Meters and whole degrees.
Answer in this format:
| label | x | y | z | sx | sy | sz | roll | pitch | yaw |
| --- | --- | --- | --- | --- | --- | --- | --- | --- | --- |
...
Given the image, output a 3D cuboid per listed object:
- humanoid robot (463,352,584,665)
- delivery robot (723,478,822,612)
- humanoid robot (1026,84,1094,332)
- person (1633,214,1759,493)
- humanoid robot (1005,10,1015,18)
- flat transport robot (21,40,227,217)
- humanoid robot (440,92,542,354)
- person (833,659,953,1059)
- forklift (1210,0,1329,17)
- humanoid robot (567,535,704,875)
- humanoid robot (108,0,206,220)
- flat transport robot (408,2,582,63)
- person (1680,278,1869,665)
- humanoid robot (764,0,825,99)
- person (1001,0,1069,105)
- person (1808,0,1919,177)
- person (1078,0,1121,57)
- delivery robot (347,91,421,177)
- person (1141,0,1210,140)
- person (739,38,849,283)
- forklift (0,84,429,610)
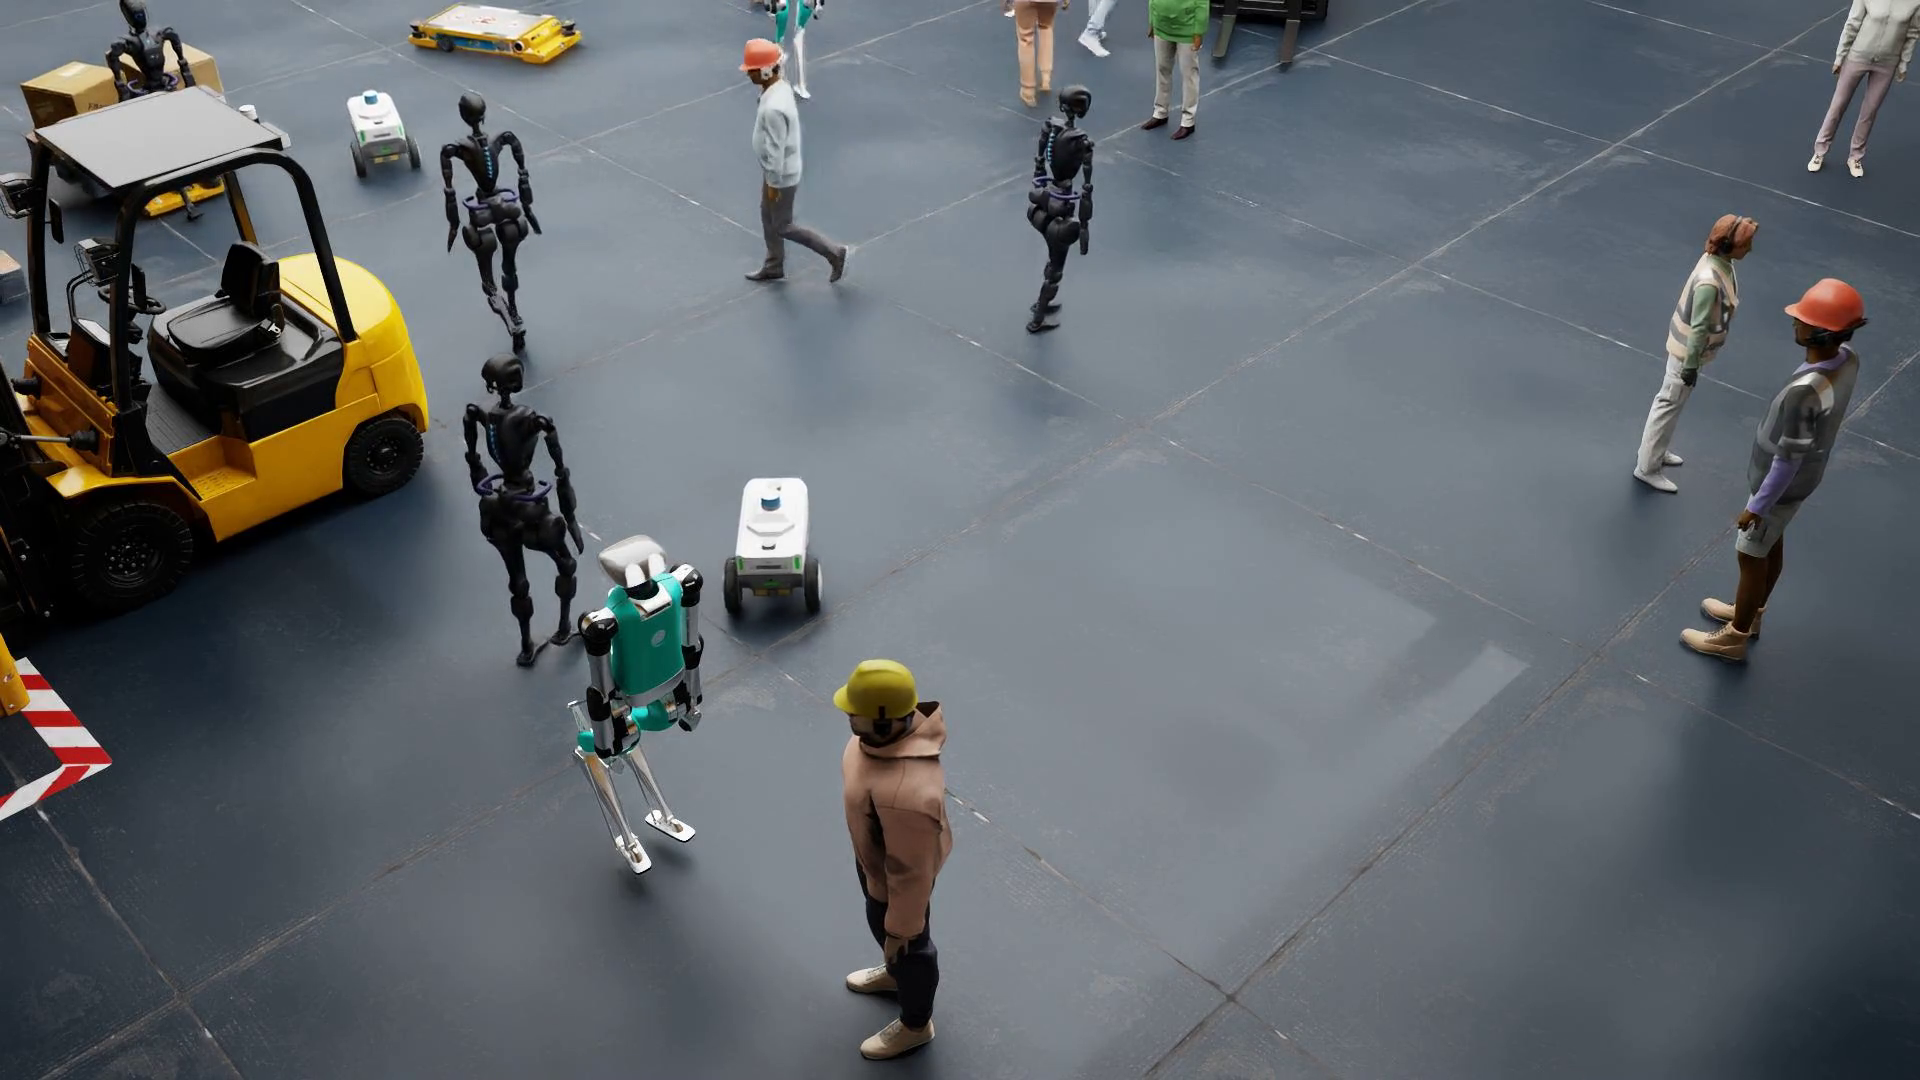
| label | x | y | z | sx | sy | sz | roll | pitch | yaw |
| --- | --- | --- | --- | --- | --- | --- | --- | --- | --- |
| humanoid robot | -2.108 | -0.131 | 8.002 | 0.585 | 1.642 | 0.394 | 12 | 38 | 16 |
| delivery robot | -0.980 | 0.000 | 8.743 | 0.499 | 0.577 | 0.758 | -1 | 37 | -1 |
| humanoid robot | 0.604 | -2.121 | 10.661 | 0.396 | 1.638 | 0.594 | -23 | 42 | -27 |
| person | 4.081 | -1.053 | 9.261 | 0.308 | 1.636 | 0.522 | 17 | 40 | 21 |
| humanoid robot | 0.613 | -5.787 | 15.531 | 0.744 | 1.805 | 0.530 | -10 | 38 | -13 |
| flat transport robot | -6.310 | -2.874 | 12.844 | 1.431 | 0.231 | 0.659 | 27 | 45 | 32 |
| humanoid robot | -2.941 | -2.015 | 10.547 | 0.609 | 1.647 | 0.696 | -22 | 42 | -27 |
| person | -0.226 | 1.161 | 6.108 | 0.409 | 1.867 | 0.797 | -7 | 37 | -9 |
| forklift | 3.106 | -6.400 | 15.960 | 1.214 | 2.155 | 2.313 | 8 | 37 | 10 |
| humanoid robot | -1.392 | 0.612 | 6.839 | 0.533 | 1.677 | 0.735 | -31 | 47 | -34 |
| humanoid robot | -5.778 | -3.155 | 12.078 | 0.762 | 1.622 | 0.608 | 27 | 45 | 32 |
| flat transport robot | -4.260 | -4.636 | 15.203 | 1.431 | 0.231 | 0.659 | 13 | 39 | 16 |
| person | 3.880 | -0.307 | 7.928 | 0.387 | 2.040 | 0.613 | 27 | 44 | 31 |
| humanoid robot | -1.419 | -4.520 | 13.842 | 0.532 | 1.829 | 0.683 | -10 | 38 | -13 |
| person | 0.624 | -4.508 | 13.778 | 0.579 | 1.761 | 0.502 | -7 | 37 | -9 |
| person | 6.906 | -3.620 | 12.591 | 0.532 | 1.768 | 0.308 | 11 | 38 | 14 |
| person | 1.244 | -5.271 | 14.709 | 0.620 | 1.882 | 0.534 | 30 | 46 | 34 |
| delivery robot | -4.568 | -3.209 | 13.064 | 0.499 | 0.607 | 0.790 | -15 | 39 | -19 |
| person | 1.726 | -4.087 | 13.209 | 0.547 | 1.779 | 0.384 | 27 | 44 | 31 |
| person | -1.132 | -2.491 | 11.116 | 0.678 | 1.721 | 0.585 | -3 | 37 | -4 |
| forklift | -4.145 | -1.093 | 8.856 | 2.313 | 2.155 | 1.214 | -31 | 47 | -34 |
